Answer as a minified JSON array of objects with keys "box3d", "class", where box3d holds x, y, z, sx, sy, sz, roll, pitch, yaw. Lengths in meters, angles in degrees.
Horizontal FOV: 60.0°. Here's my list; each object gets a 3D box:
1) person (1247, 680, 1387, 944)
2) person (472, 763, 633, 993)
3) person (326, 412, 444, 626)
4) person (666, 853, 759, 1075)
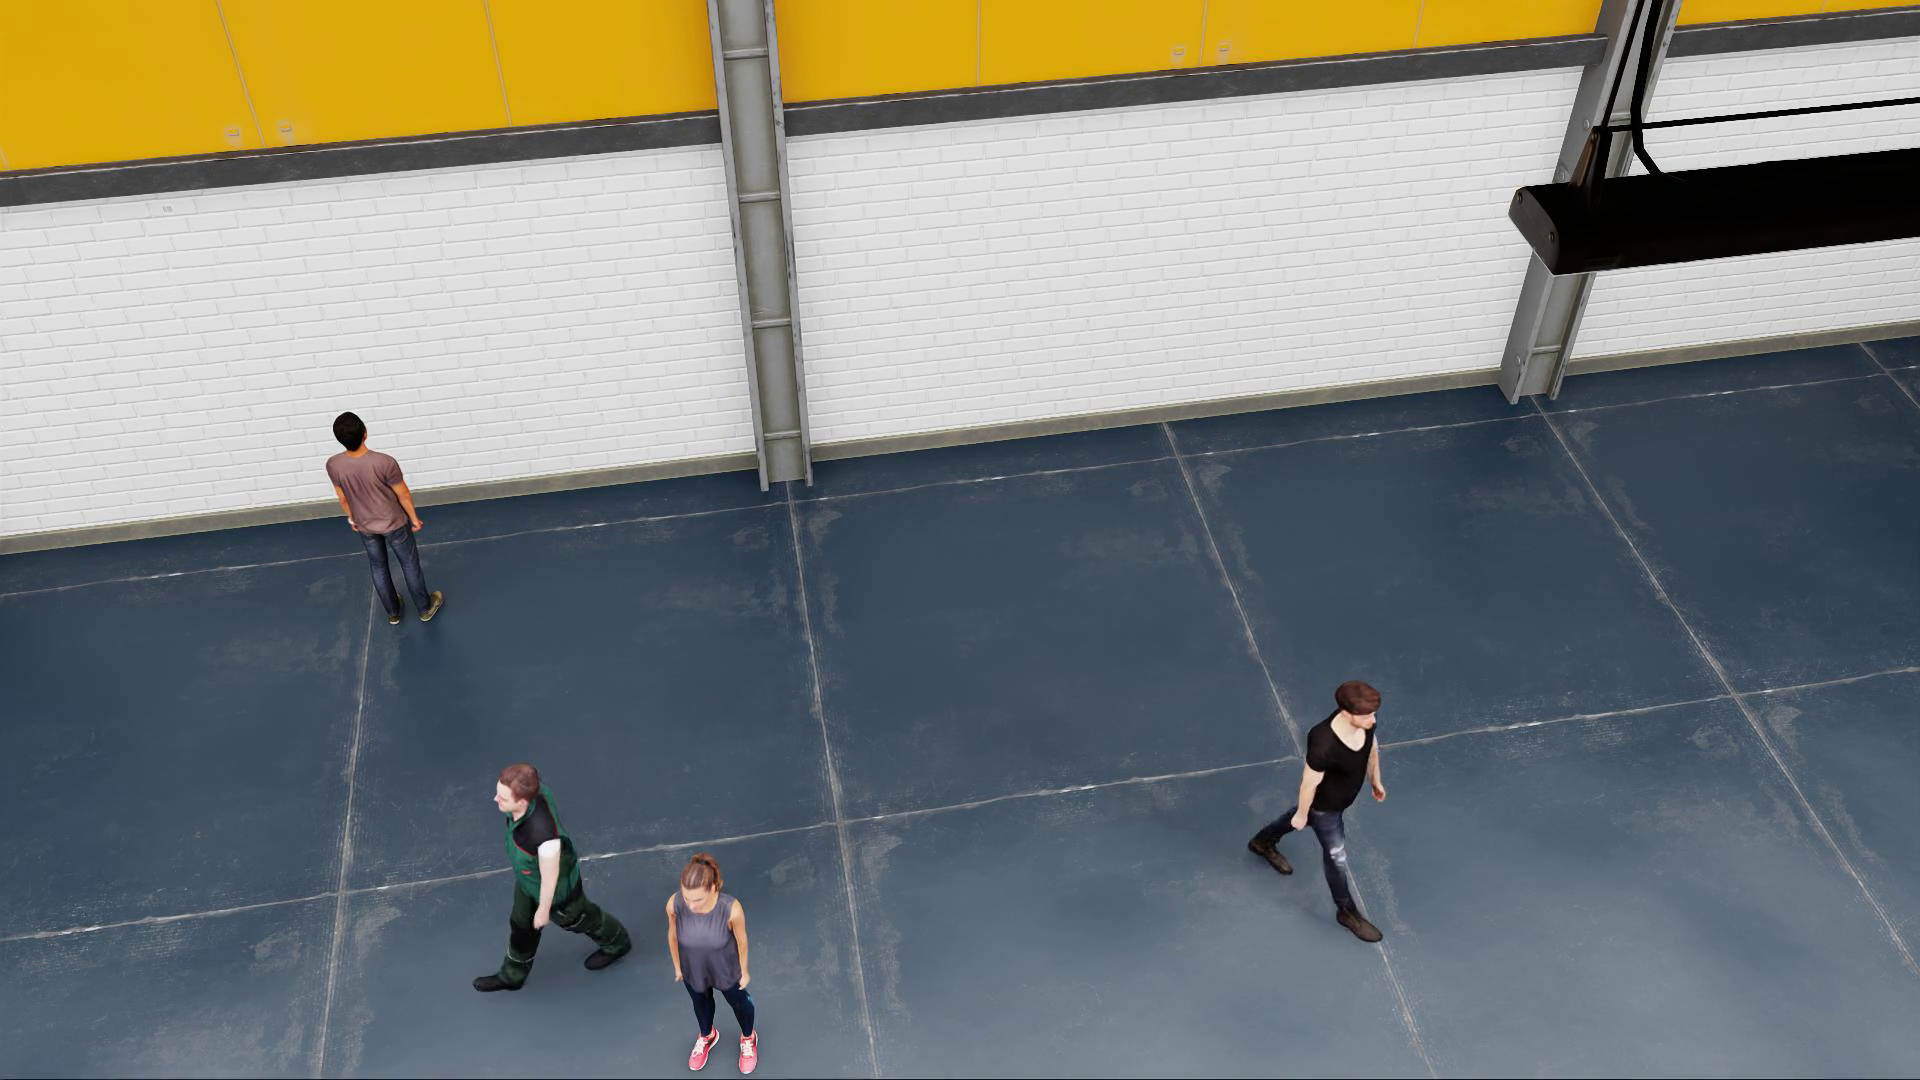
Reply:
[{"box3d":[2.003,1.386,9.361,1.219,1.853,1.236,32,52,29],"class":"person"},{"box3d":[-2.129,1.815,8.953,1.200,1.793,0.939,-24,49,-23],"class":"person"},{"box3d":[-3.832,-0.128,11.004,0.519,1.780,0.711,-1,44,-2],"class":"person"},{"box3d":[-1.276,2.195,8.605,0.548,1.723,0.672,4,44,4],"class":"person"}]
